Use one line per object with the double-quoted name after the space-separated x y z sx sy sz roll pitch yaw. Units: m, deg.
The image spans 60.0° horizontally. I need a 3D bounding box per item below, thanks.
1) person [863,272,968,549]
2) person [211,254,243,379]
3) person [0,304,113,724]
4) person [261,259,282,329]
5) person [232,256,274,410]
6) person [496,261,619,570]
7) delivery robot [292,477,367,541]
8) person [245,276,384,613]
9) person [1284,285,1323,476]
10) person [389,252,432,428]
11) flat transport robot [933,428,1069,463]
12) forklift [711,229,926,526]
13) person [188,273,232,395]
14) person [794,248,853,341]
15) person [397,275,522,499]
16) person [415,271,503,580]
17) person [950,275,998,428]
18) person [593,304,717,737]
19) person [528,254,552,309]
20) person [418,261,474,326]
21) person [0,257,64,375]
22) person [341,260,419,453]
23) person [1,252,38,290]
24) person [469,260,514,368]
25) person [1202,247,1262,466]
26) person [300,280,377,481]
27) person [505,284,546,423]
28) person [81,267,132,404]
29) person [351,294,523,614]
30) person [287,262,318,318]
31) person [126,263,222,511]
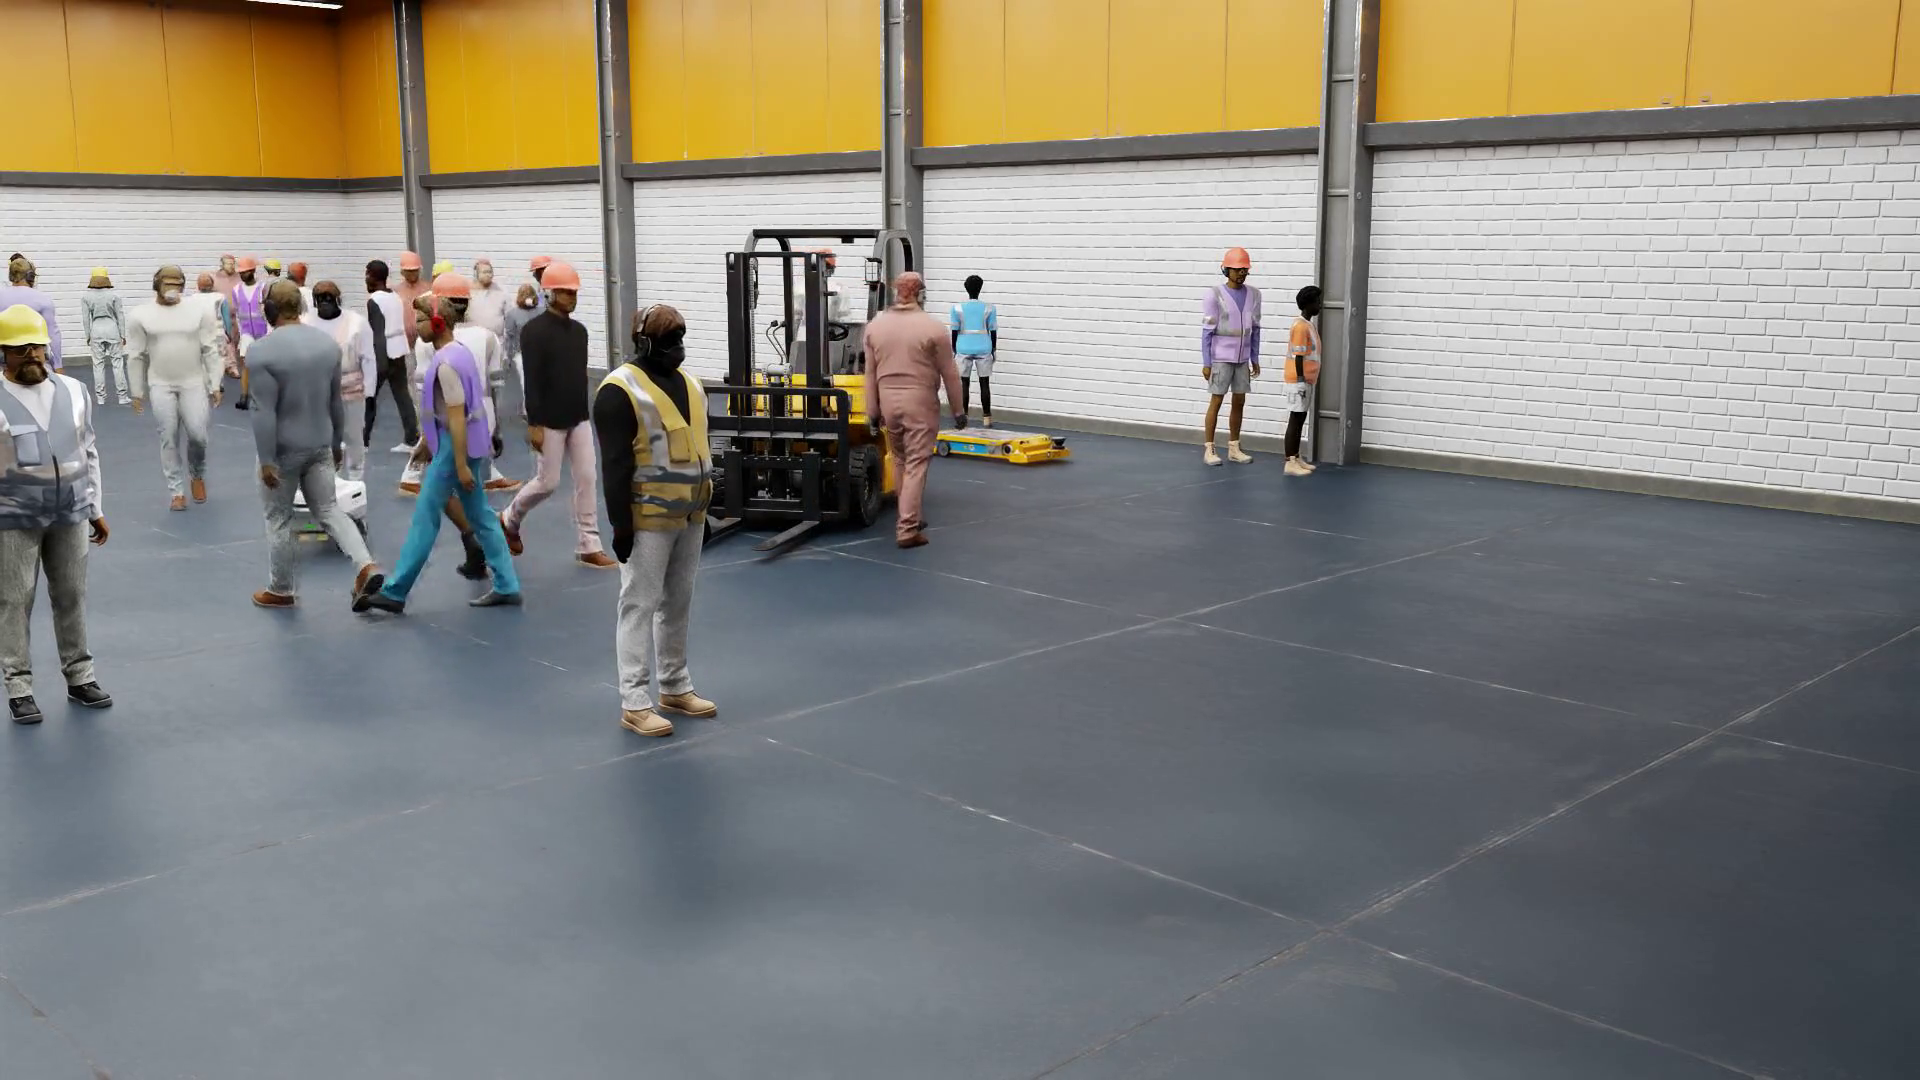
-0.263 -0.908 11.547 0.653 1.880 0.800 6 12 29 "person"
-11.045 -3.382 25.124 0.635 1.857 0.974 -10 14 -44 "person"
-4.077 -0.120 7.362 0.404 1.831 0.600 8 13 36 "person"
-10.651 -3.486 25.901 0.534 1.767 0.319 5 11 25 "person"
-8.713 -2.566 20.599 0.553 1.887 0.990 0 10 -1 "person"
-2.617 -0.795 10.677 0.831 1.974 0.624 6 12 29 "person"
-4.325 -0.258 11.351 0.477 0.478 0.707 0 10 0 "delivery robot"
-3.667 -0.516 9.327 0.880 1.916 0.642 6 12 29 "person"
3.059 -1.419 14.838 0.317 1.693 0.535 4 11 21 "person"
-5.942 -2.152 18.136 0.651 1.937 1.006 -3 11 -16 "person"
0.287 -0.926 16.020 1.431 0.197 0.652 9 14 39 "flat transport robot"
-1.050 -1.319 12.920 1.214 2.155 2.313 2 11 13 "forklift"
-9.973 -2.725 22.112 0.530 1.626 0.439 -3 11 -14 "person"
-1.444 -2.046 17.426 0.680 2.001 0.691 1 10 4 "person"
-4.156 -1.249 13.550 0.999 1.837 0.590 -4 11 -19 "person"
-3.024 -0.674 10.172 0.550 1.921 0.581 -8 13 -38 "person"
0.155 -2.086 18.455 0.540 1.696 0.317 0 10 -1 "person"
-1.282 -0.093 7.194 0.429 1.841 0.634 6 12 28 "person"
-4.778 -2.372 19.423 0.552 1.913 0.584 4 11 22 "person"
-5.518 -2.076 17.975 0.598 1.869 0.967 -5 12 -26 "person"
-8.408 -1.578 15.041 0.628 1.935 0.373 1 10 4 "person"
-5.738 -1.788 16.316 0.920 1.876 0.611 2 11 8 "person"
-14.022 -3.349 24.898 0.520 1.862 0.328 -6 12 -28 "person"
-5.389 -2.263 19.026 0.651 1.852 0.988 -8 13 -37 "person"
2.527 -1.694 15.438 0.625 2.030 0.446 -5 12 -26 "person"
-4.991 -1.188 13.351 0.632 1.782 1.010 -2 11 -12 "person"
-4.799 -2.061 18.622 0.506 1.579 0.880 -6 12 -31 "person"
-10.833 -2.588 21.091 0.484 1.737 0.309 -3 11 -15 "person"
-2.962 -0.477 9.401 0.938 1.794 0.581 -1 10 -7 "person"
-7.305 -2.169 18.530 0.978 1.844 0.575 1 10 3 "person"
-6.076 -1.173 12.874 0.663 1.915 0.434 -4 11 -22 "person"
